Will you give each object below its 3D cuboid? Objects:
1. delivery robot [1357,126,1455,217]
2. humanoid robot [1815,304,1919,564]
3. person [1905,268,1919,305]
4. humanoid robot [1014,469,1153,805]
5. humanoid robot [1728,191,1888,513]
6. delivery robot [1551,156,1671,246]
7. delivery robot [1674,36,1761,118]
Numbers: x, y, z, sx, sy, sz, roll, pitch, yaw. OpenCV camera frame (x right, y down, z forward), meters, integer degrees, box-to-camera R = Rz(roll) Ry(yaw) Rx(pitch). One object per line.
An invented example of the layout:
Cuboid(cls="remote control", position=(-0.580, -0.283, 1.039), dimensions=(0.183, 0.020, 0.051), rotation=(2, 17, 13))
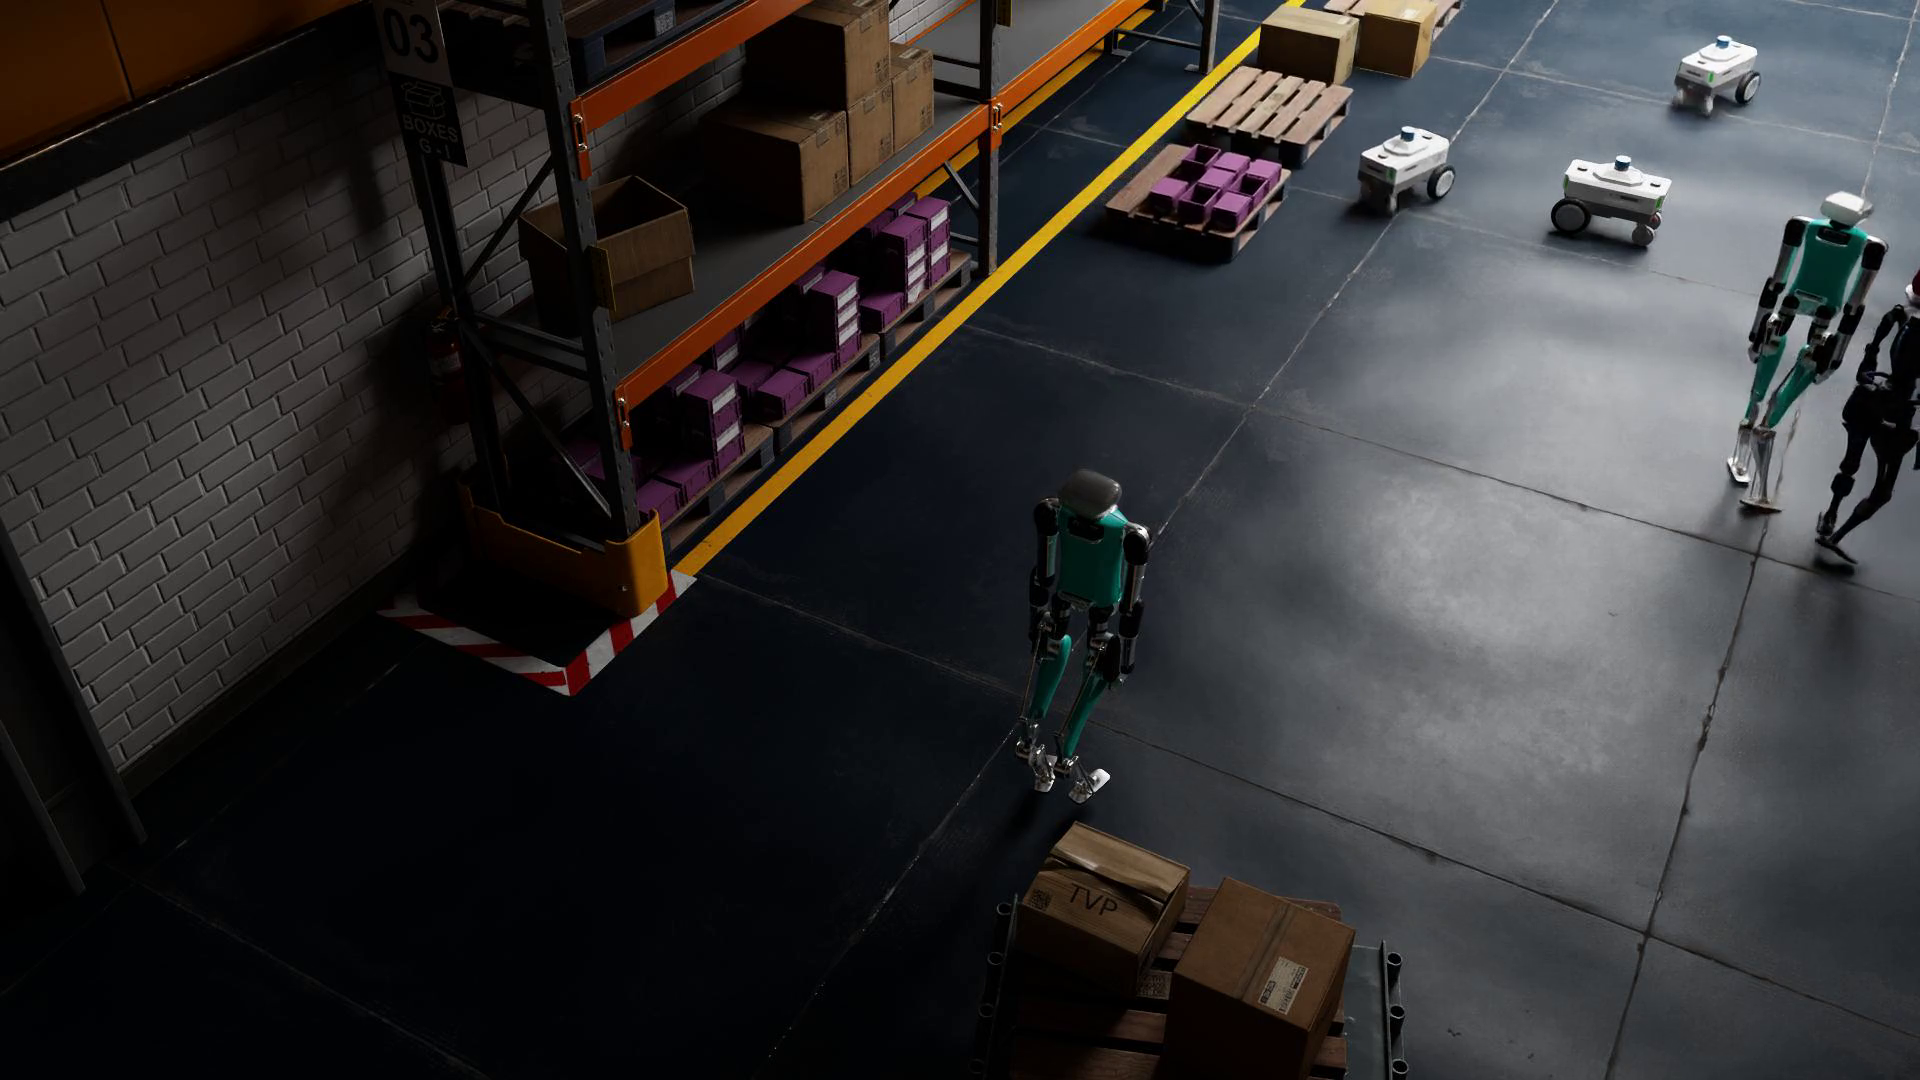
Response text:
Cuboid(cls="delivery robot", position=(3.339, -2.824, 12.507), dimensions=(0.749, 0.576, 0.499), rotation=(-27, 46, -29))
Cuboid(cls="humanoid robot", position=(4.943, -0.676, 8.942), dimensions=(0.464, 1.647, 0.604), rotation=(-12, 40, -14))
Cuboid(cls="person", position=(6.703, -2.277, 10.971), dimensions=(0.506, 1.632, 0.275), rotation=(19, 42, 22))
Cuboid(cls="humanoid robot", position=(0.449, 0.537, 7.265), dimensions=(0.533, 1.677, 0.735), rotation=(19, 42, 22))
Cuboid(cls="humanoid robot", position=(4.589, -0.989, 9.287), dimensions=(0.579, 1.774, 0.874), rotation=(30, 47, 32))
Cuboid(cls="delivery robot", position=(4.761, -2.516, 12.113), dimensions=(0.739, 0.566, 0.499), rotation=(19, 42, 22))
Cuboid(cls="delivery robot", position=(6.301, -3.910, 13.864), dimensions=(0.749, 0.576, 0.499), rotation=(-27, 46, -29))
